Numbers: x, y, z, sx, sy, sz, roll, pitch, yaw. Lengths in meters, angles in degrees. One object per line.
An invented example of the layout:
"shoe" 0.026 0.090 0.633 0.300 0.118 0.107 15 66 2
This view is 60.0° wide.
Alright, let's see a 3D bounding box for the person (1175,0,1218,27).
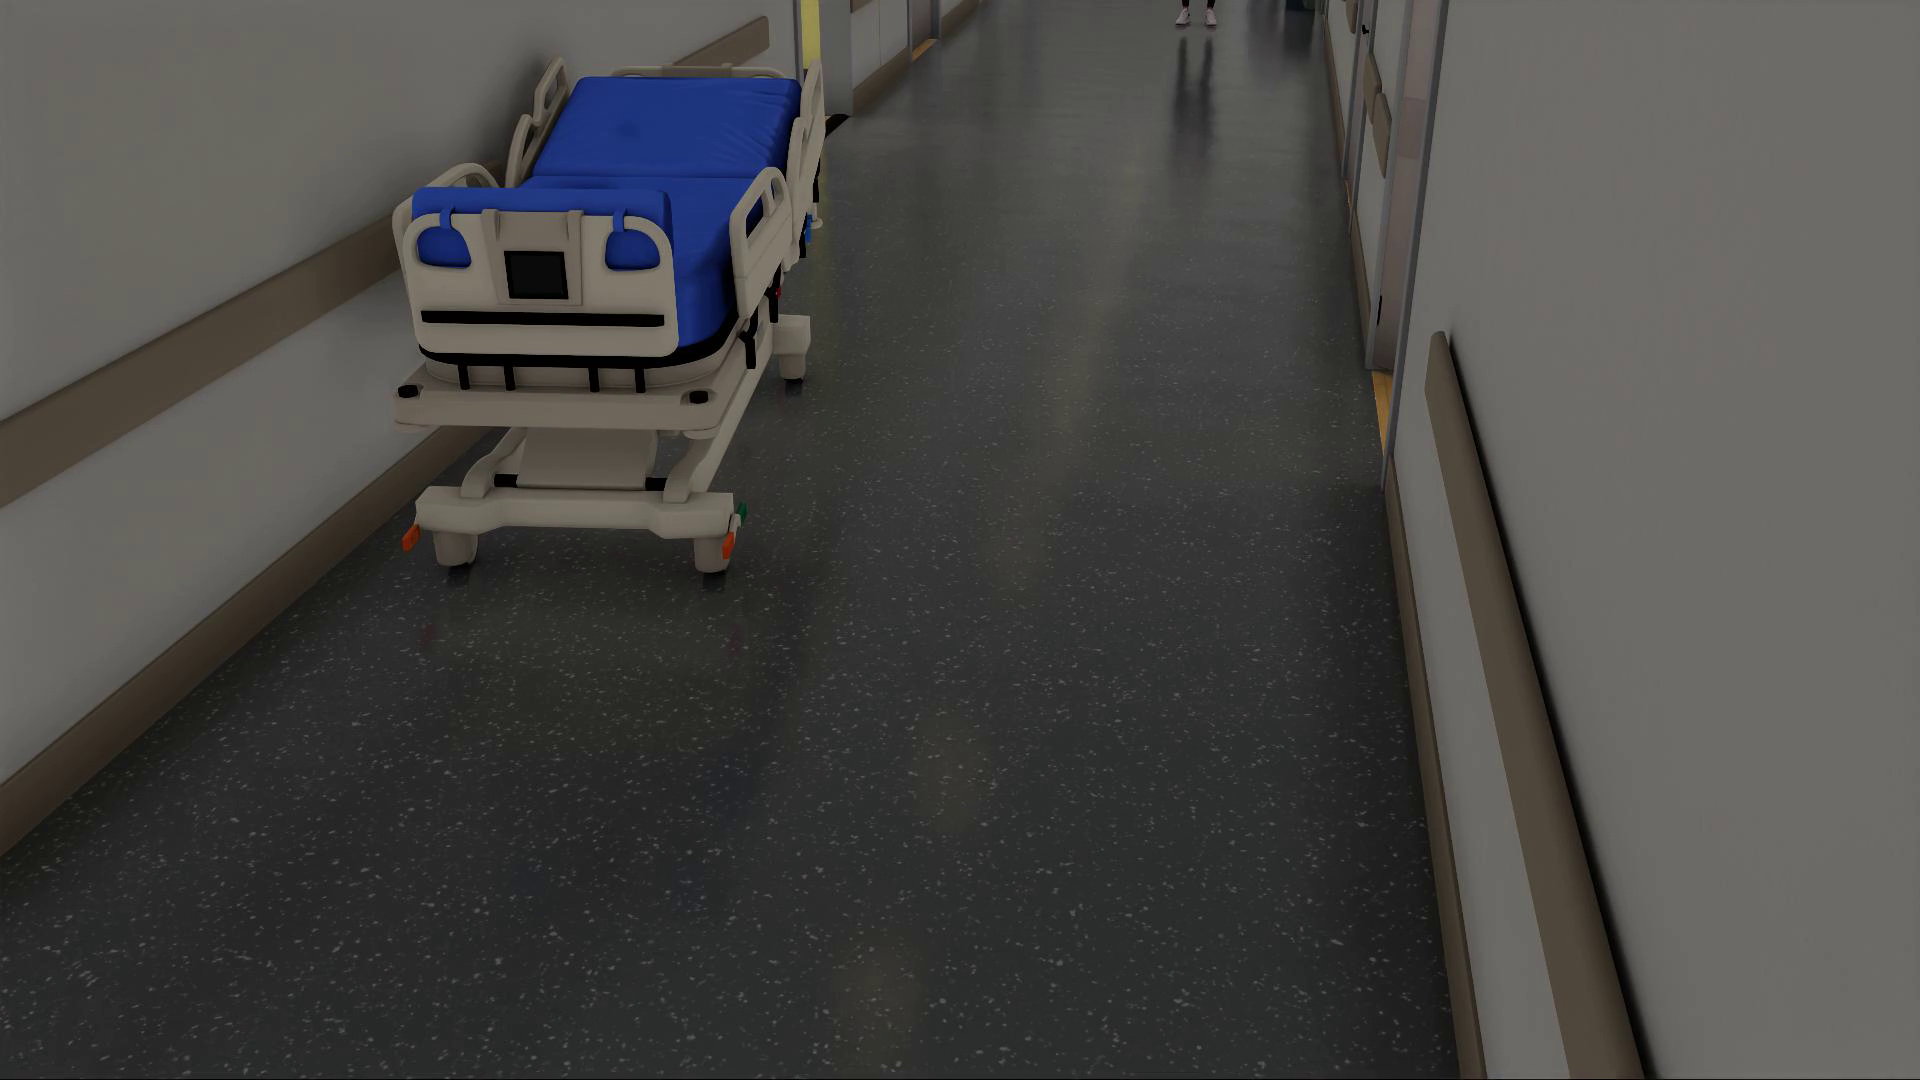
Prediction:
"person" 2.286 -5.750 15.549 0.457 1.805 0.661 5 26 10
